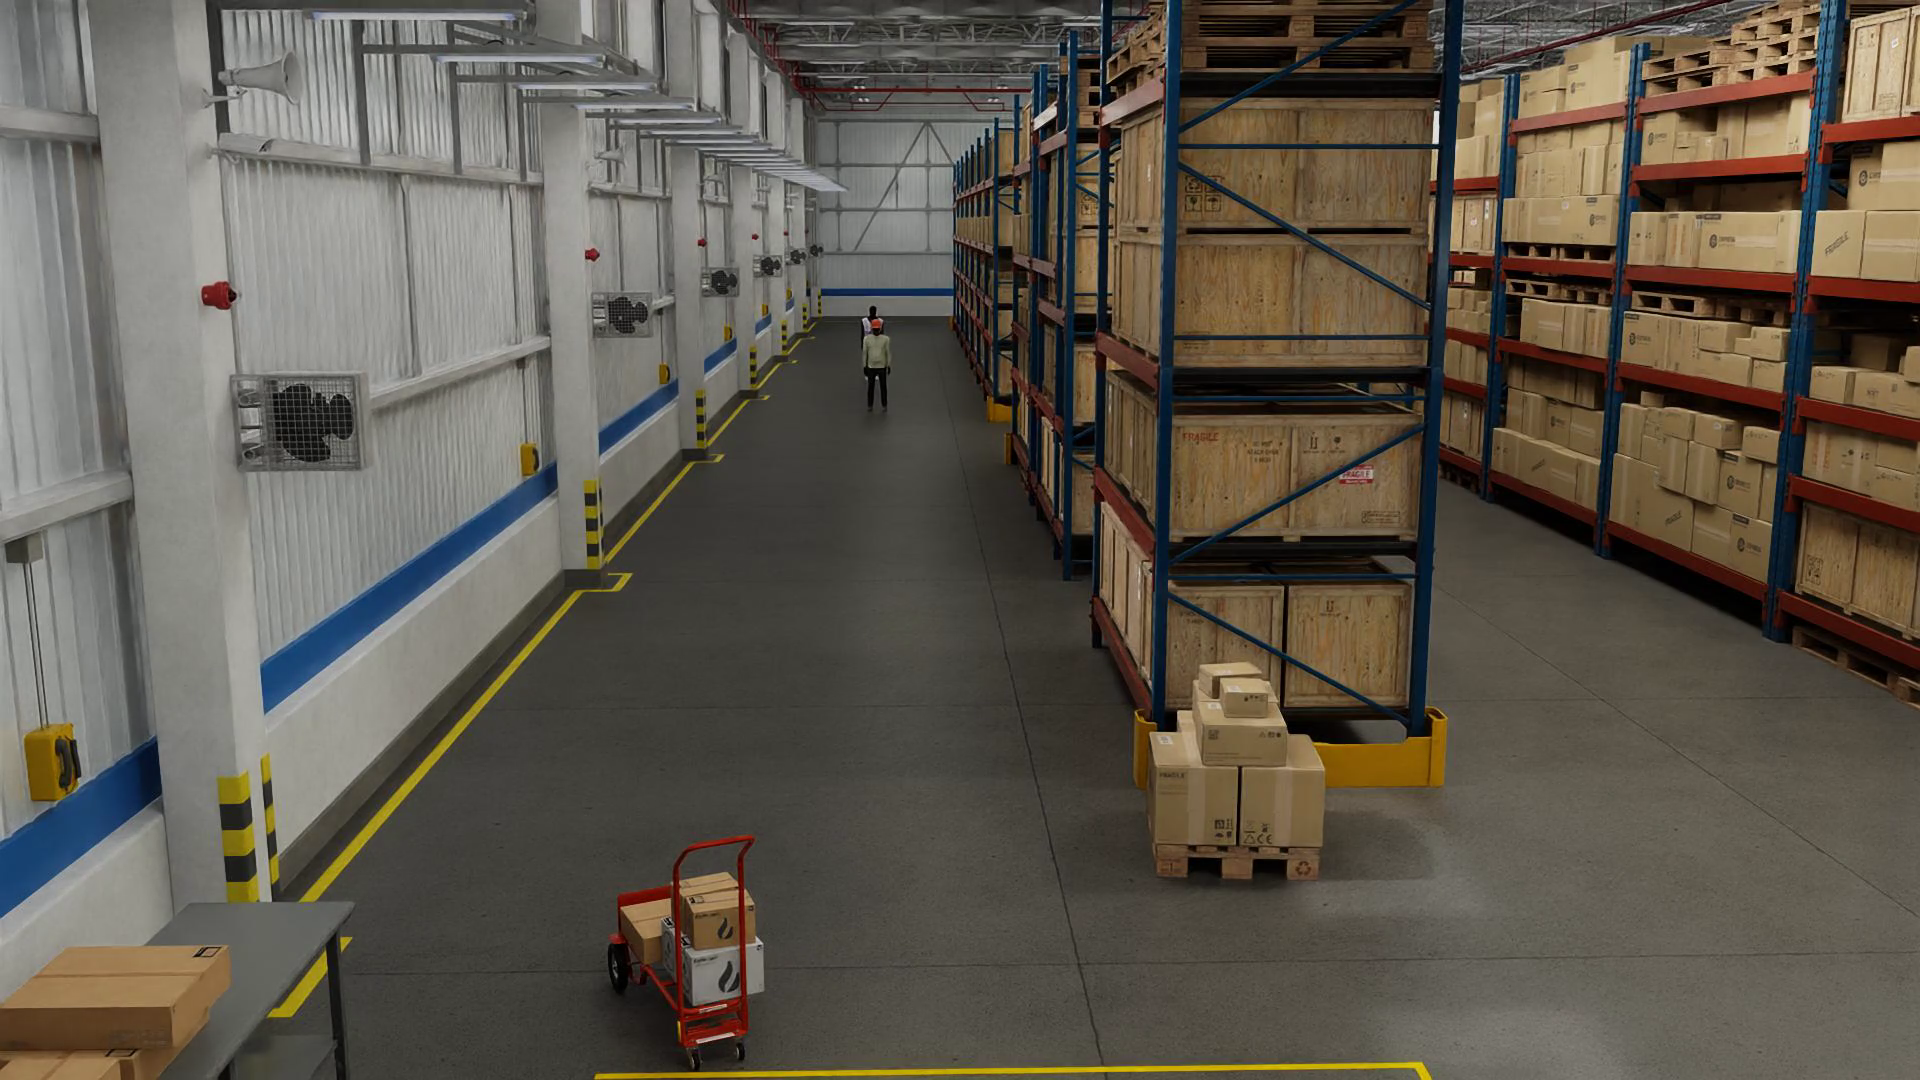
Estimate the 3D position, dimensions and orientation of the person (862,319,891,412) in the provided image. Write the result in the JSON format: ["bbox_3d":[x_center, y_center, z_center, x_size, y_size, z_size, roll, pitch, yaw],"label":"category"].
[{"bbox_3d":[-1.786,-3.735,35.622,0.617,1.986,0.408,0,11,-1],"label":"person"}]

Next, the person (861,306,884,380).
[{"bbox_3d":[-2.251,-5.053,42.688,0.601,1.907,0.405,-2,11,-10],"label":"person"}]
